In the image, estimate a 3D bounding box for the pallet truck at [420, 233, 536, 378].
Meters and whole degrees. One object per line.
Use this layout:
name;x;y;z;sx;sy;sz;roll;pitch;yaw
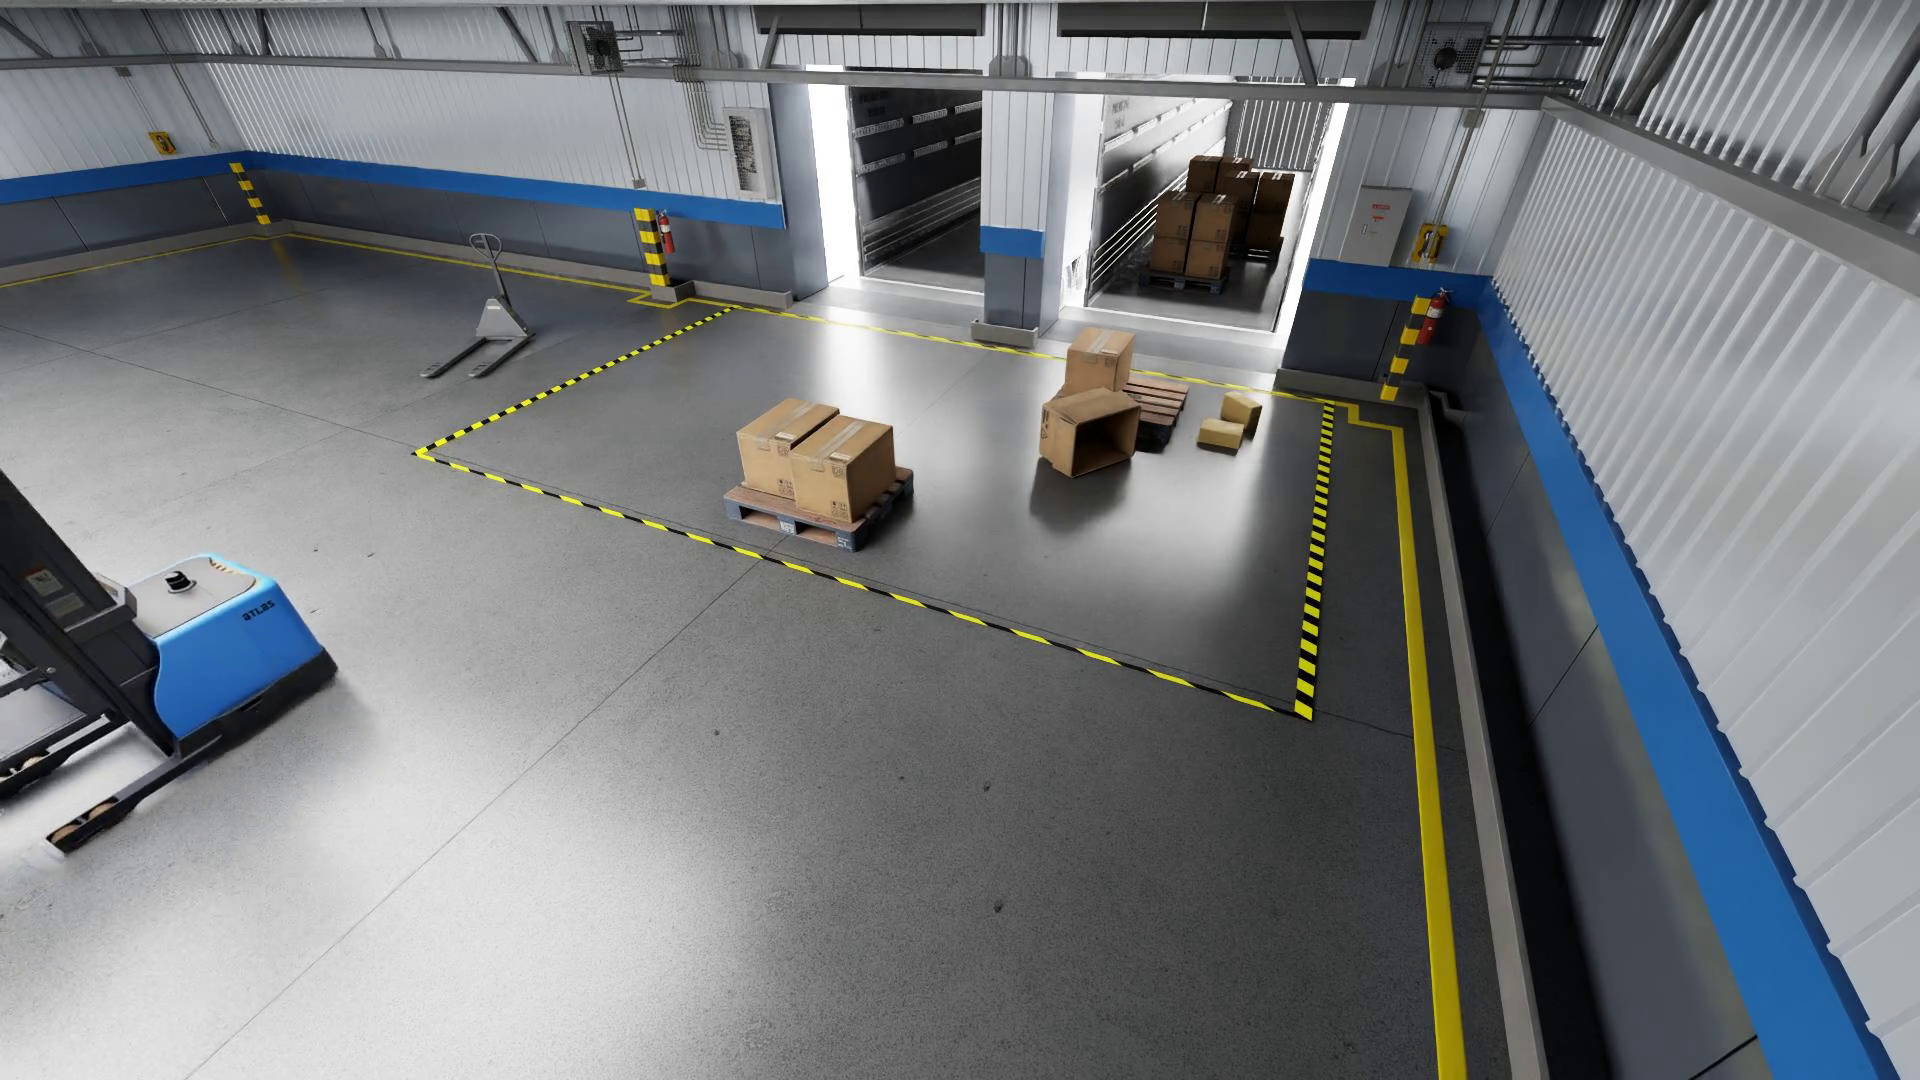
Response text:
pallet truck;-5.664;-2.712;8.427;0.680;1.201;1.601;0;35;-1

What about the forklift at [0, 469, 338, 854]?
forklift;-4.278;0.162;3.703;0.716;2.013;0.776;15;38;20
